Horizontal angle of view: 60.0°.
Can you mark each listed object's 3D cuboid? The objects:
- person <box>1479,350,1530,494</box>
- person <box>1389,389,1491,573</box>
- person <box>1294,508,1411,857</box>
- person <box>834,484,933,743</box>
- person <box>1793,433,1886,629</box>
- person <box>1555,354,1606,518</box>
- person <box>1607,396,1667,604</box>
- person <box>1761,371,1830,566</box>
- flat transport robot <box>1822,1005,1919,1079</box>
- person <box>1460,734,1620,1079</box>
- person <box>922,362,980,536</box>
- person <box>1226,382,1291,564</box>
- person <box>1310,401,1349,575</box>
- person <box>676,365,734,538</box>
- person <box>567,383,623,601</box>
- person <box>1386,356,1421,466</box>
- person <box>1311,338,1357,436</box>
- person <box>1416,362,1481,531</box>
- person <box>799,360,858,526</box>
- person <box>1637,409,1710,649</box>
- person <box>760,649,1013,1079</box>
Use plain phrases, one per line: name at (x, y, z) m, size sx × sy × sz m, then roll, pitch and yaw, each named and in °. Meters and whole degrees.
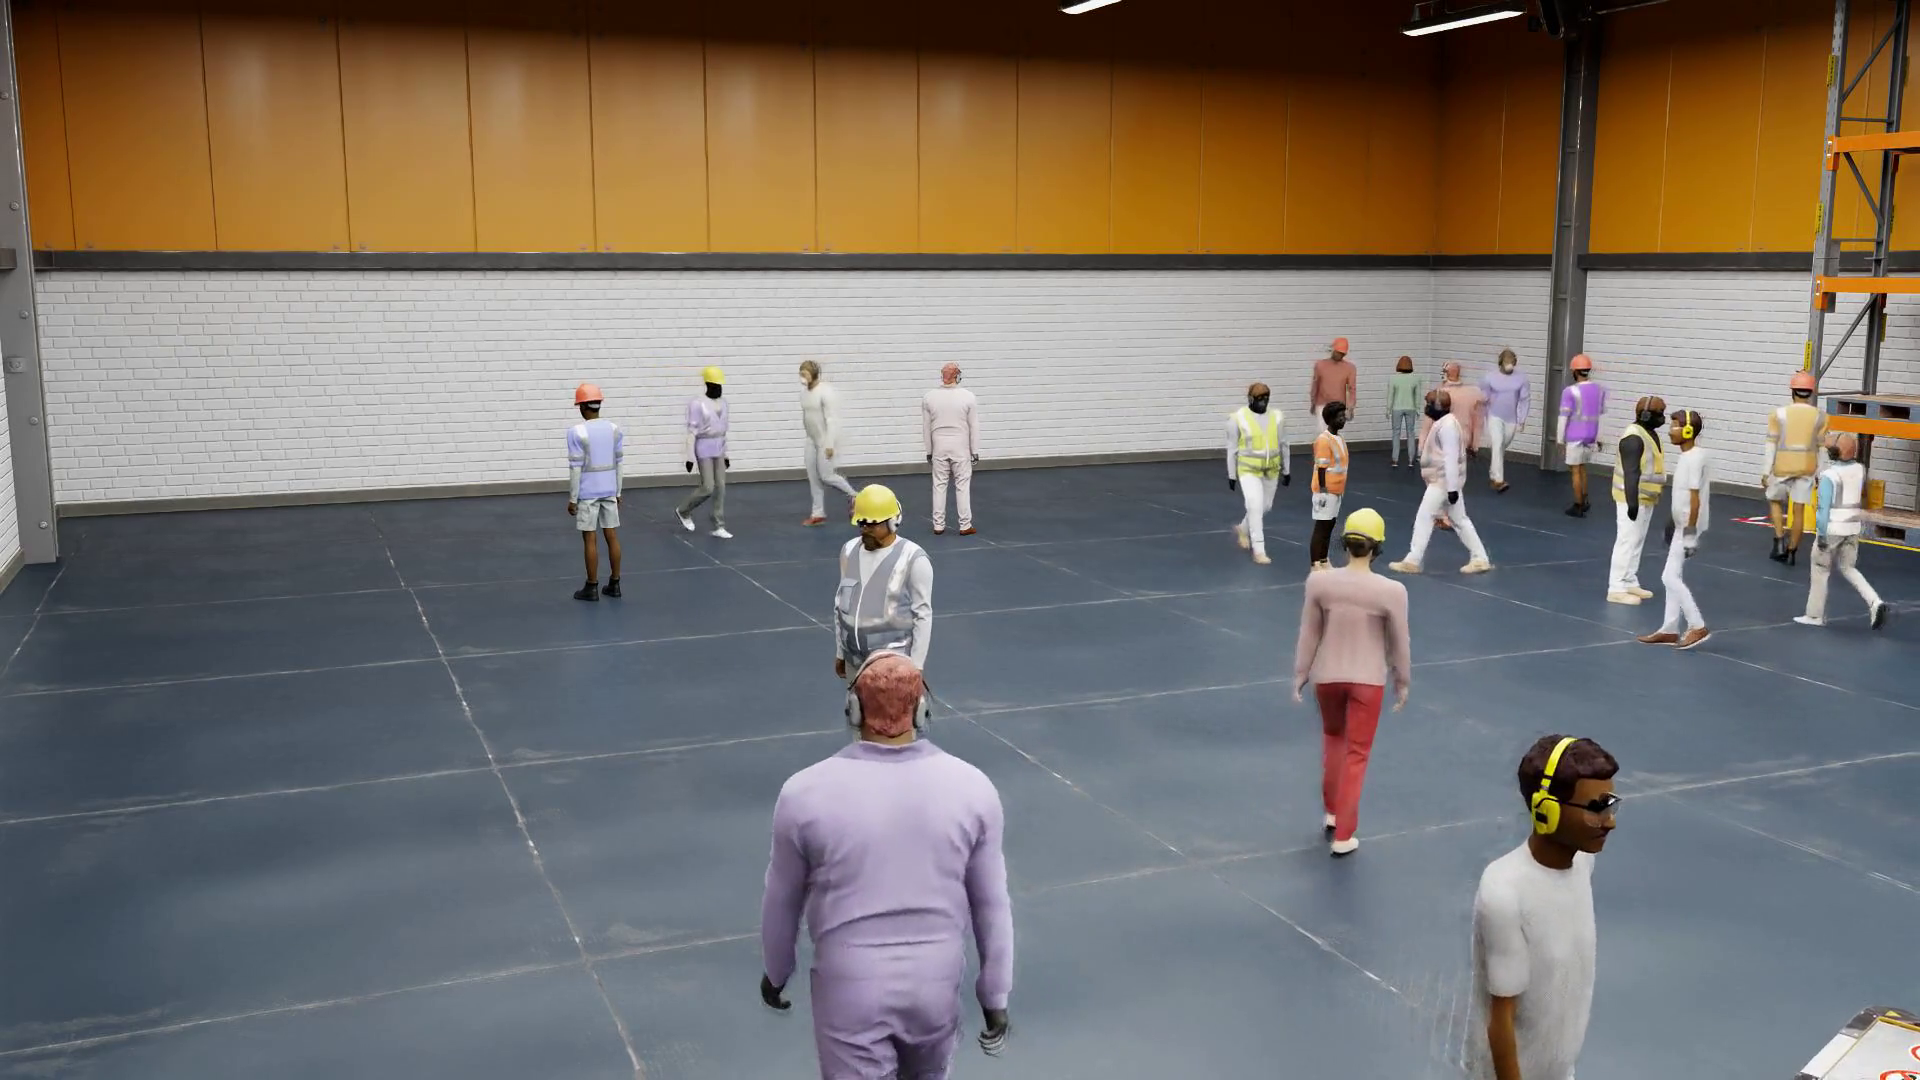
person at (7.105, -1.551, 21.760) m, size 0.618 × 1.868 × 1.106 m, roll 0°, pitch 9°, yaw 0°
person at (4.691, -0.552, 15.987) m, size 0.933 × 1.792 × 0.644 m, roll 3°, pitch 10°, yaw 17°
person at (2.022, 0.698, 8.477) m, size 0.560 × 1.740 × 0.688 m, roll 5°, pitch 11°, yaw 30°
person at (-0.435, 0.604, 8.842) m, size 0.587 × 1.823 × 0.403 m, roll 6°, pitch 11°, yaw 31°
person at (7.162, -0.061, 13.468) m, size 0.521 × 1.617 × 0.648 m, roll -4°, pitch 10°, yaw -22°
person at (7.287, -1.224, 19.613) m, size 0.580 × 1.921 × 0.453 m, roll -3°, pitch 10°, yaw -17°
person at (5.981, -0.355, 14.647) m, size 0.433 × 1.834 × 0.627 m, roll 8°, pitch 12°, yaw 40°
person at (8.253, -0.705, 16.465) m, size 0.579 × 1.921 × 0.452 m, roll 3°, pitch 10°, yaw 18°
flat transport robot at (3.147, 1.928, 5.510) m, size 0.652 × 0.197 × 1.431 m, roll 9°, pitch 13°, yaw 44°
person at (1.500, 1.384, 4.102) m, size 0.556 × 1.821 × 0.947 m, roll -8°, pitch 13°, yaw -41°
person at (-0.086, -0.997, 18.292) m, size 0.643 × 1.909 × 0.410 m, roll 2°, pitch 10°, yaw 14°
person at (2.979, -0.704, 16.822) m, size 0.668 × 1.807 × 0.849 m, roll -3°, pitch 10°, yaw -16°
person at (3.490, -0.464, 15.695) m, size 0.317 × 1.695 × 0.540 m, roll 6°, pitch 11°, yaw 31°
person at (-2.759, -0.958, 18.073) m, size 0.615 × 1.905 × 0.607 m, roll 6°, pitch 11°, yaw 32°
person at (-3.241, -0.424, 14.734) m, size 0.362 × 1.934 × 0.543 m, roll 9°, pitch 13°, yaw 44°
person at (6.558, -1.902, 24.598) m, size 0.507 × 1.632 × 0.267 m, roll 1°, pitch 9°, yaw 3°
person at (5.336, -1.920, 23.778) m, size 0.638 × 1.936 × 0.665 m, roll 2°, pitch 10°, yaw 13°
person at (5.447, -1.064, 18.760) m, size 0.676 × 1.876 × 0.798 m, roll -3°, pitch 10°, yaw -18°
person at (-1.515, -1.114, 19.007) m, size 0.694 × 1.912 × 0.645 m, roll -8°, pitch 12°, yaw -39°
person at (5.548, -0.078, 12.855) m, size 0.430 × 1.859 × 0.583 m, roll 2°, pitch 10°, yaw 14°
person at (-0.226, 1.245, 4.793) m, size 0.680 × 1.881 × 0.708 m, roll -2°, pitch 10°, yaw -14°
